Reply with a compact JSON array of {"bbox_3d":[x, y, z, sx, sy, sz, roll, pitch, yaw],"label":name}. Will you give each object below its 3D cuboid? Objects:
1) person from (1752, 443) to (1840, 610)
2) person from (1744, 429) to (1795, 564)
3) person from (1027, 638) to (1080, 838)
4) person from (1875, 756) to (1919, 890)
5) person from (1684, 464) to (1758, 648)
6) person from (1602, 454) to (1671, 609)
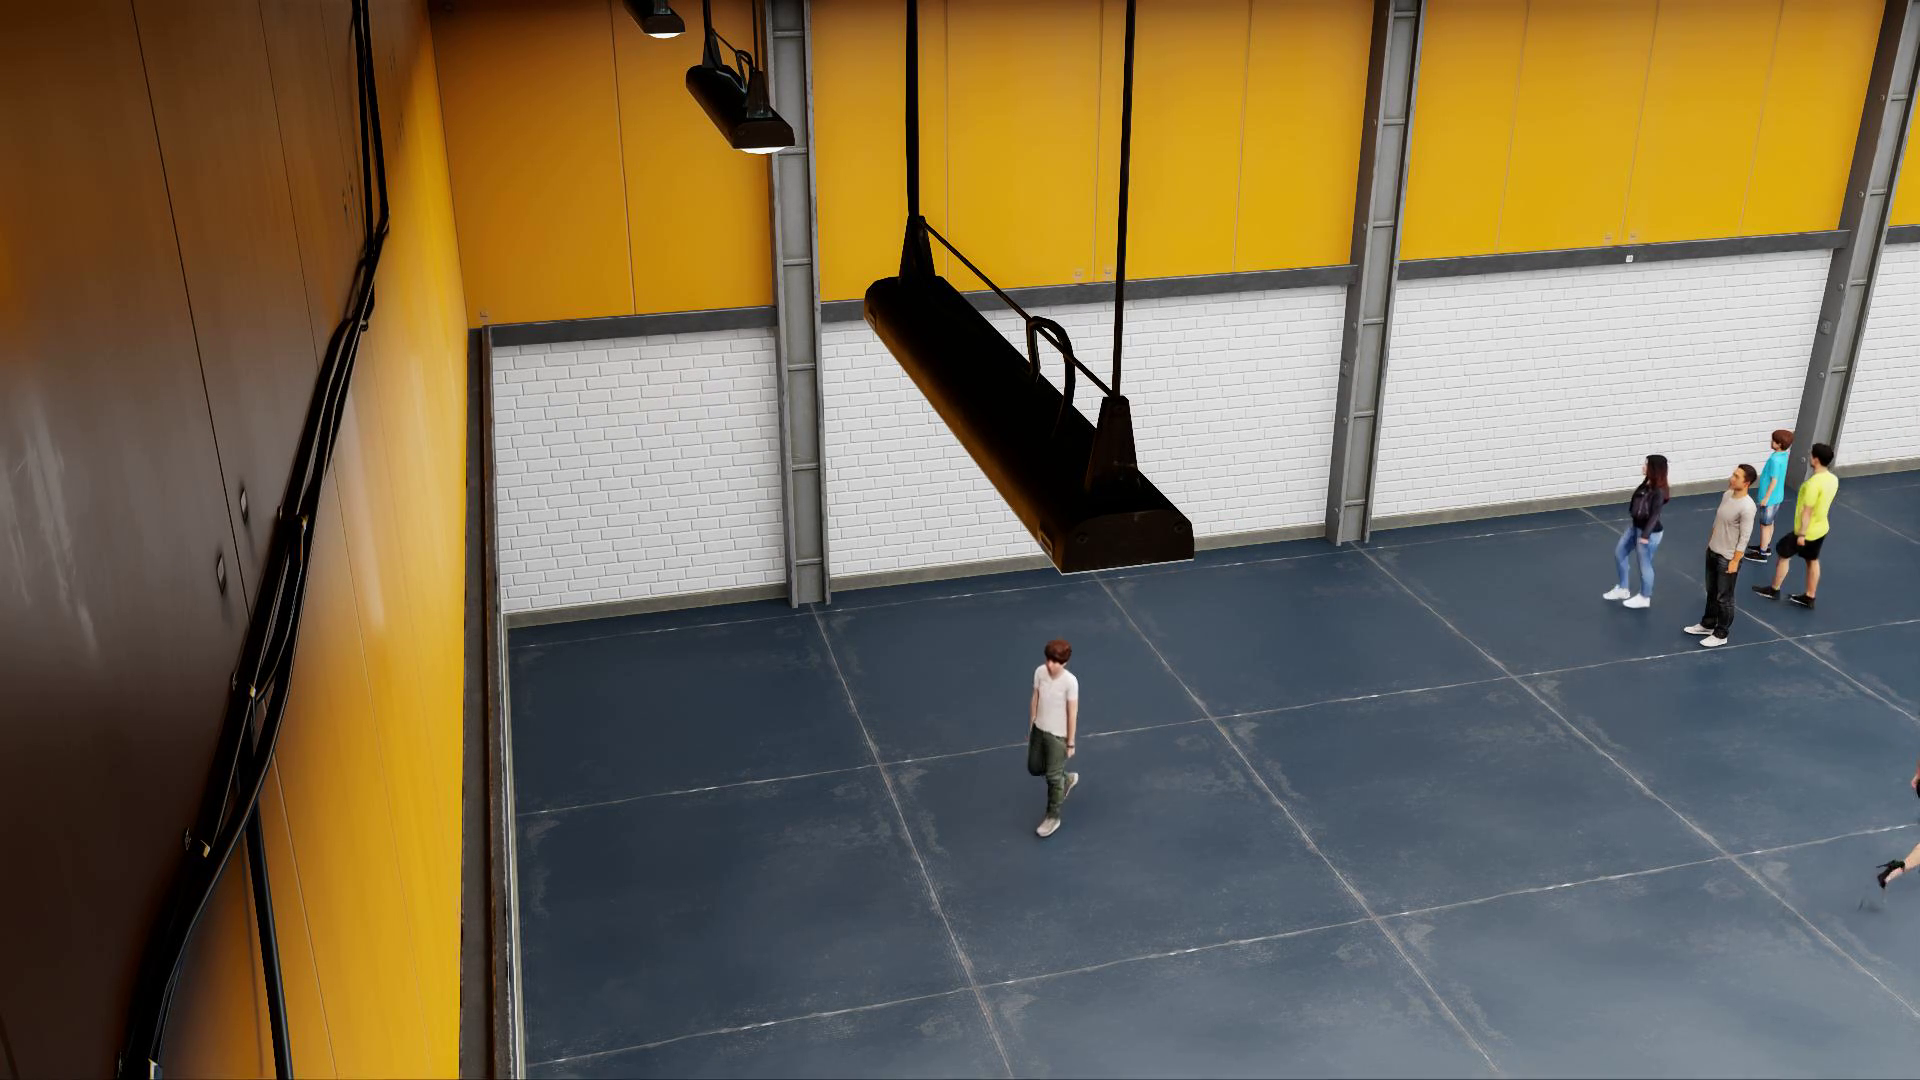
[{"bbox_3d":[8.458,-0.101,16.406,0.847,1.689,0.853,-16,28,-32],"label":"person"},{"bbox_3d":[8.582,-0.485,17.582,0.652,1.449,0.577,16,28,32],"label":"person"},{"bbox_3d":[0.760,1.475,12.858,0.834,1.641,0.933,18,29,35],"label":"person"},{"bbox_3d":[7.007,1.856,11.926,0.937,1.691,0.636,-6,24,-14],"label":"person"},{"bbox_3d":[7.262,0.127,15.731,0.588,1.811,0.674,-3,24,-6],"label":"person"},{"bbox_3d":[6.844,-0.080,16.438,0.768,1.623,0.750,1,24,3],"label":"person"}]
